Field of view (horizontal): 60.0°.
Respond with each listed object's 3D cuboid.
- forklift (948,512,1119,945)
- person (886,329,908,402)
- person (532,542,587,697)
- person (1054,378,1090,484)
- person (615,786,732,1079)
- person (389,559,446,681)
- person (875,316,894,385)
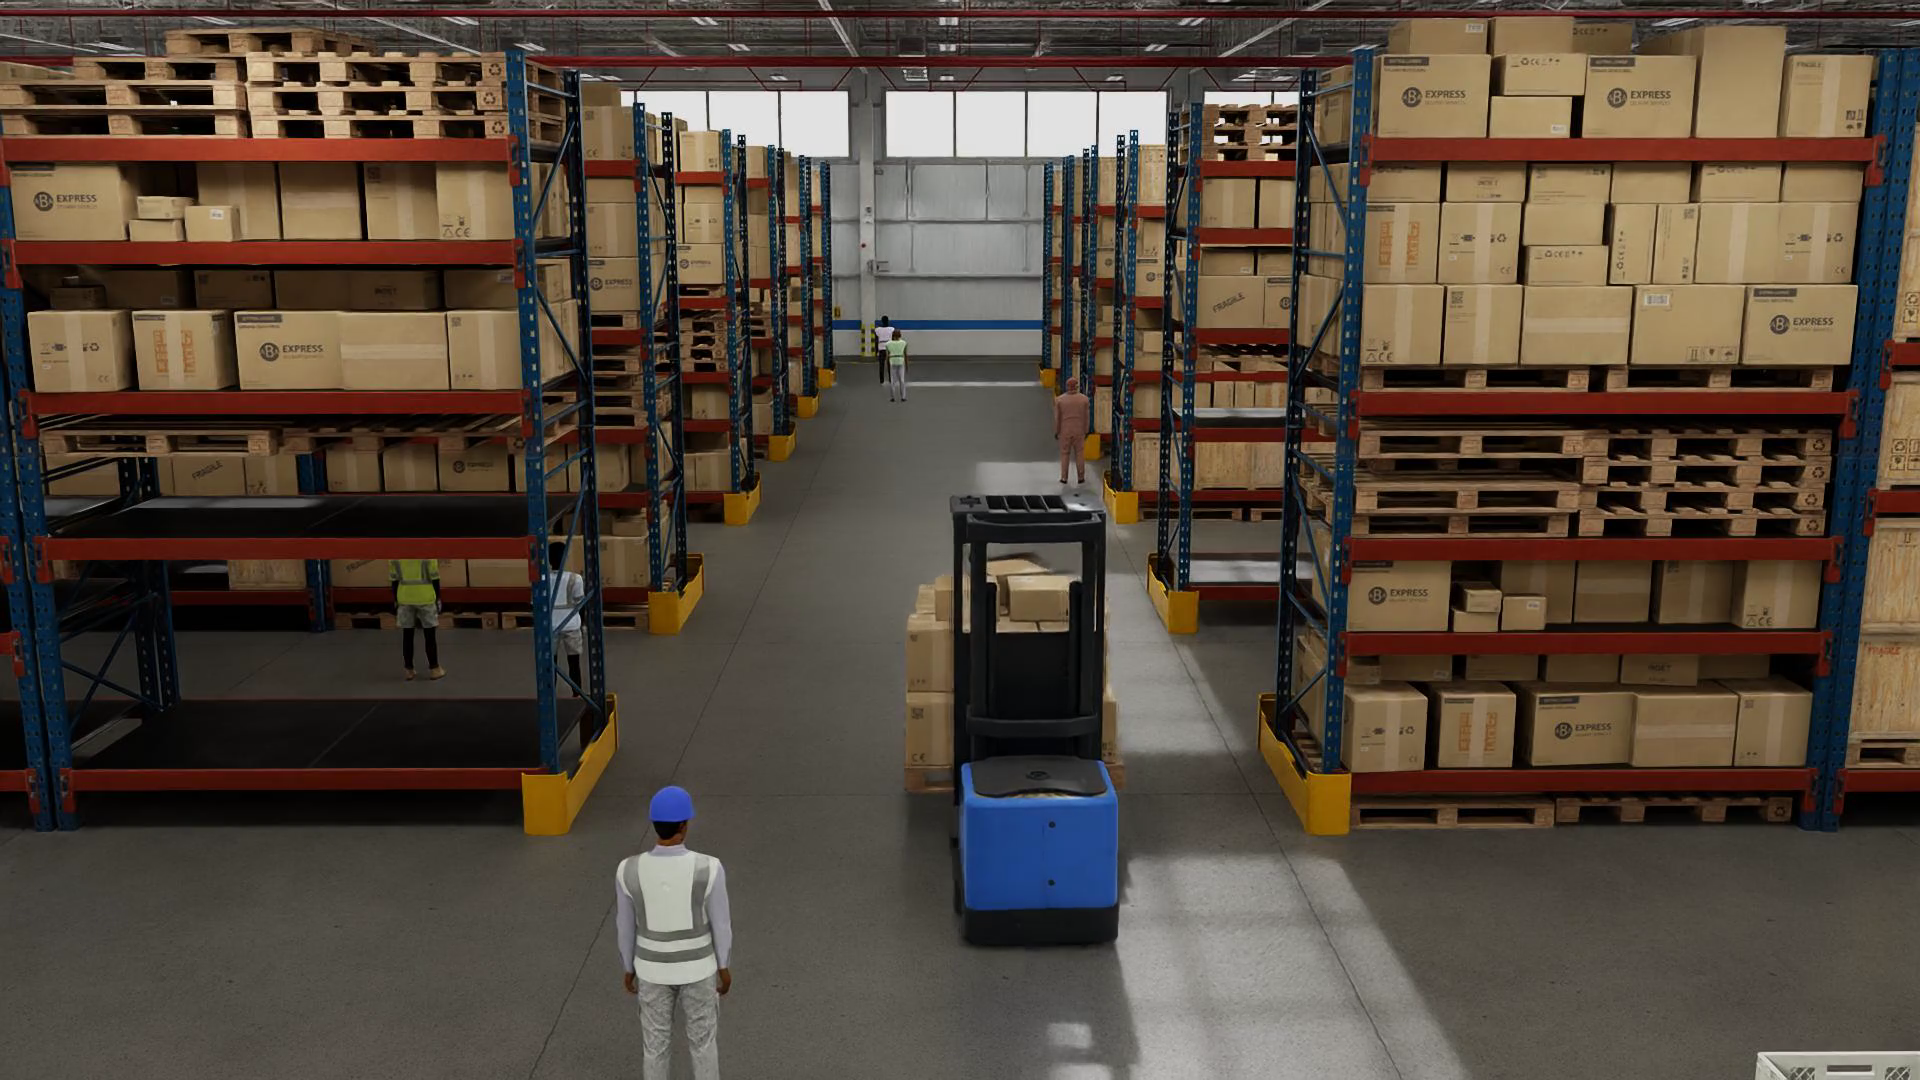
[{"bbox_3d":[0.508,1.197,11.766,1.129,2.768,1.873,-1,11,-3],"label":"forklift"},{"bbox_3d":[-1.604,-4.427,42.212,0.563,1.847,0.388,0,11,0],"label":"person"},{"bbox_3d":[-3.937,0.857,16.406,0.529,1.694,0.321,0,11,0],"label":"person"},{"bbox_3d":[2.008,-1.957,29.842,0.636,1.902,0.406,0,11,0],"label":"person"},{"bbox_3d":[-1.506,2.259,8.850,0.602,1.938,0.401,0,11,0],"label":"person"},{"bbox_3d":[-5.695,0.646,17.453,0.529,1.694,0.321,0,11,0],"label":"person"},{"bbox_3d":[-2.072,-5.264,46.197,0.587,1.914,0.390,0,11,0],"label":"person"}]
